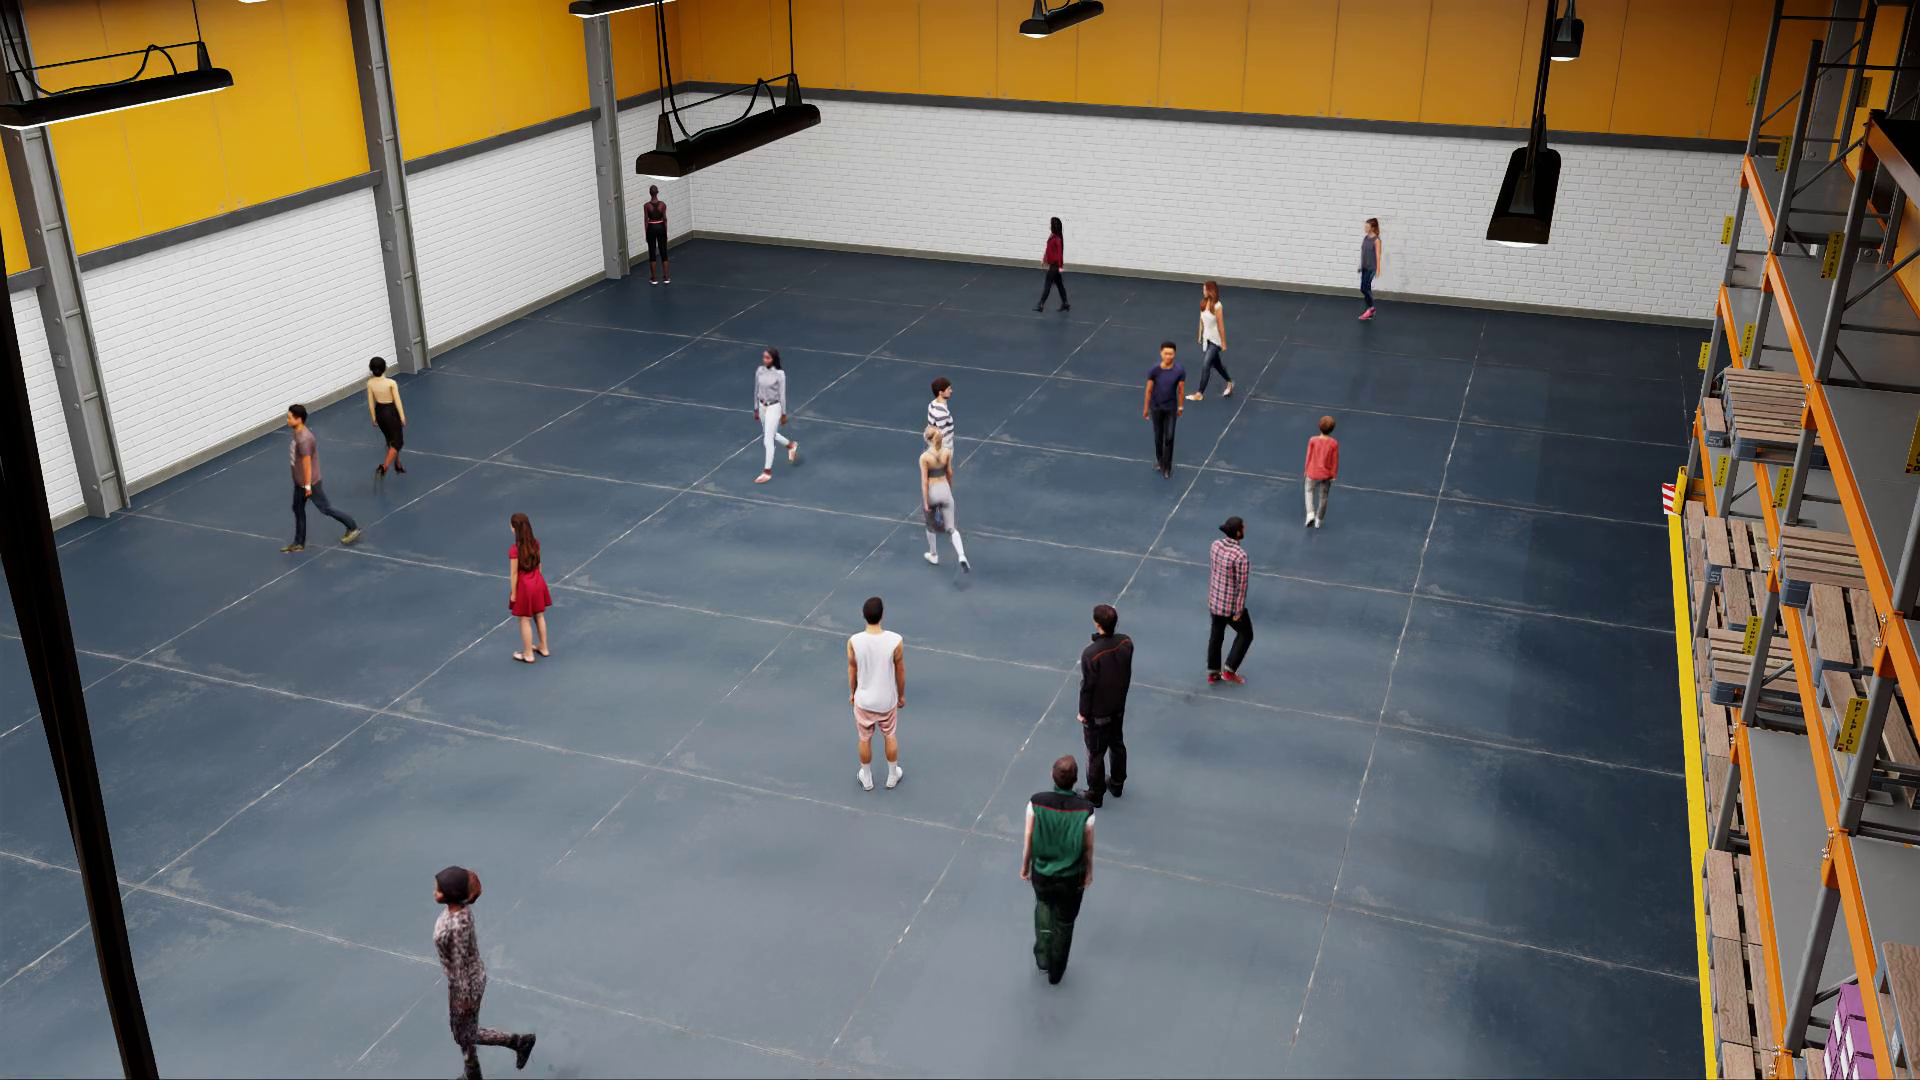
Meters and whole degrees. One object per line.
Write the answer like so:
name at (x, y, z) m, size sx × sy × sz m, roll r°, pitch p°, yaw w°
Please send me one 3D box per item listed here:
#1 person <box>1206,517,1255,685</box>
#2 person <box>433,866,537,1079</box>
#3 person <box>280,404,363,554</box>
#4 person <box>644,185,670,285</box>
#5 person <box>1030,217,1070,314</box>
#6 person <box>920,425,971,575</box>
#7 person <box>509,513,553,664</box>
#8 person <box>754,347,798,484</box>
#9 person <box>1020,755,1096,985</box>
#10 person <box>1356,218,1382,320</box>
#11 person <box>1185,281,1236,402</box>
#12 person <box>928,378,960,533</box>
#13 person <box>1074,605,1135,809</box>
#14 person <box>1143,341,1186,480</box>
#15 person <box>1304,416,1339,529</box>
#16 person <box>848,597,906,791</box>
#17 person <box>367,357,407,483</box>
person at (2.513, 0.610, 15.957) m, size 0.811 × 1.747 × 0.799 m, roll -18°, pitch 29°, yaw -35°
person at (-3.144, 2.869, 10.840) m, size 0.931 × 1.706 × 0.896 m, roll -8°, pitch 25°, yaw -18°
person at (-7.323, -0.697, 18.958) m, size 1.225 × 1.738 × 1.073 m, roll -15°, pitch 28°, yaw -30°
person at (-5.467, -5.513, 29.953) m, size 0.661 × 1.756 × 0.713 m, roll -9°, pitch 25°, yaw -20°
person at (1.692, -4.640, 28.114) m, size 0.960 × 1.629 × 0.982 m, roll -5°, pitch 24°, yaw -11°
person at (-0.208, -0.413, 18.400) m, size 1.049 × 1.665 × 1.130 m, roll -8°, pitch 25°, yaw -19°
person at (-4.290, 0.463, 16.537) m, size 0.675 × 1.551 × 0.605 m, roll 15°, pitch 28°, yaw 30°
person at (-2.357, -1.634, 21.154) m, size 0.822 × 1.697 × 1.176 m, roll 16°, pitch 28°, yaw 33°
person at (0.681, 2.381, 11.800) m, size 0.683 × 1.831 × 0.671 m, roll 6°, pitch 24°, yaw 13°
person at (6.896, -4.507, 27.703) m, size 0.774 × 1.714 × 0.711 m, roll -10°, pitch 25°, yaw -21°
person at (3.727, -2.860, 23.893) m, size 1.175 × 1.748 × 1.110 m, roll -13°, pitch 27°, yaw -26°
person at (-0.233, -1.017, 19.545) m, size 0.785 × 1.854 × 0.672 m, roll -5°, pitch 24°, yaw -12°
person at (1.226, 1.390, 14.056) m, size 0.715 × 1.841 × 0.858 m, roll -18°, pitch 29°, yaw -35°
person at (2.612, -1.713, 21.247) m, size 0.694 × 1.766 × 0.966 m, roll 6°, pitch 24°, yaw 14°
person at (4.225, -0.768, 19.537) m, size 0.583 × 1.405 × 0.712 m, roll 5°, pitch 24°, yaw 11°
person at (-0.726, 1.329, 14.262) m, size 0.724 × 1.787 × 0.717 m, roll -1°, pitch 24°, yaw -2°
person at (-7.201, -1.478, 20.877) m, size 0.660 × 1.632 × 0.972 m, roll 4°, pitch 24°, yaw 10°
